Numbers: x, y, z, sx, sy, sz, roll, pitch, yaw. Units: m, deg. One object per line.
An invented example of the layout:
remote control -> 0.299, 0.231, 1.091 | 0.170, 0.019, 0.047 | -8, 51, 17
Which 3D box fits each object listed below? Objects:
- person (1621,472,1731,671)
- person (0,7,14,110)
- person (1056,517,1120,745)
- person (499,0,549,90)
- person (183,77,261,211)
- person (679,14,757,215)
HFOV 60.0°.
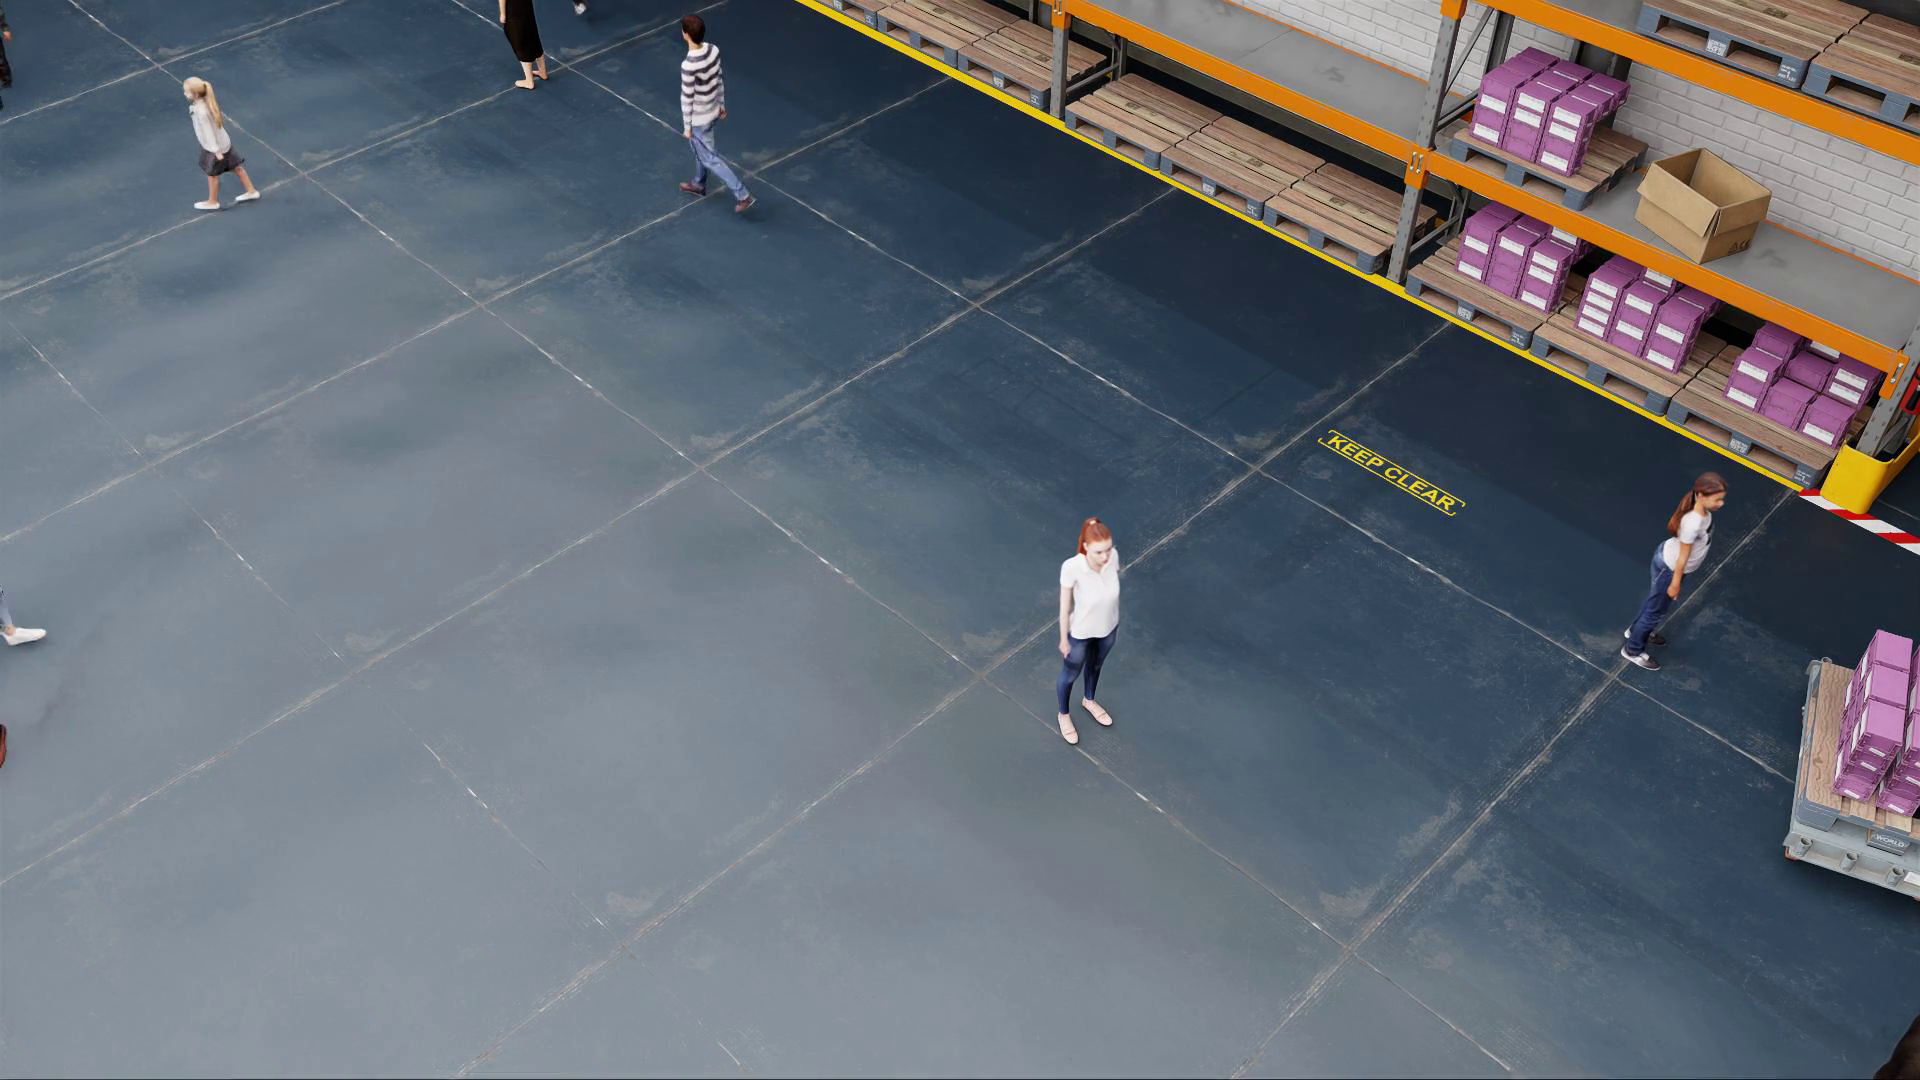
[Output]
person -> 4.651, 0.167, 10.810 | 0.591, 1.562, 0.590 | 20, 47, 20
person -> -9.680, -5.069, 16.374 | 0.855, 1.701, 1.035 | -21, 47, -21
person -> 0.791, 0.537, 10.292 | 0.612, 1.739, 0.600 | -22, 48, -22
person -> -4.384, -5.271, 16.472 | 0.630, 1.624, 0.625 | 22, 48, 22
person -> -6.632, -3.574, 14.960 | 0.796, 1.254, 0.792 | -6, 44, -7
person -> -2.195, -3.730, 14.713 | 1.229, 1.820, 0.895 | 19, 47, 19
